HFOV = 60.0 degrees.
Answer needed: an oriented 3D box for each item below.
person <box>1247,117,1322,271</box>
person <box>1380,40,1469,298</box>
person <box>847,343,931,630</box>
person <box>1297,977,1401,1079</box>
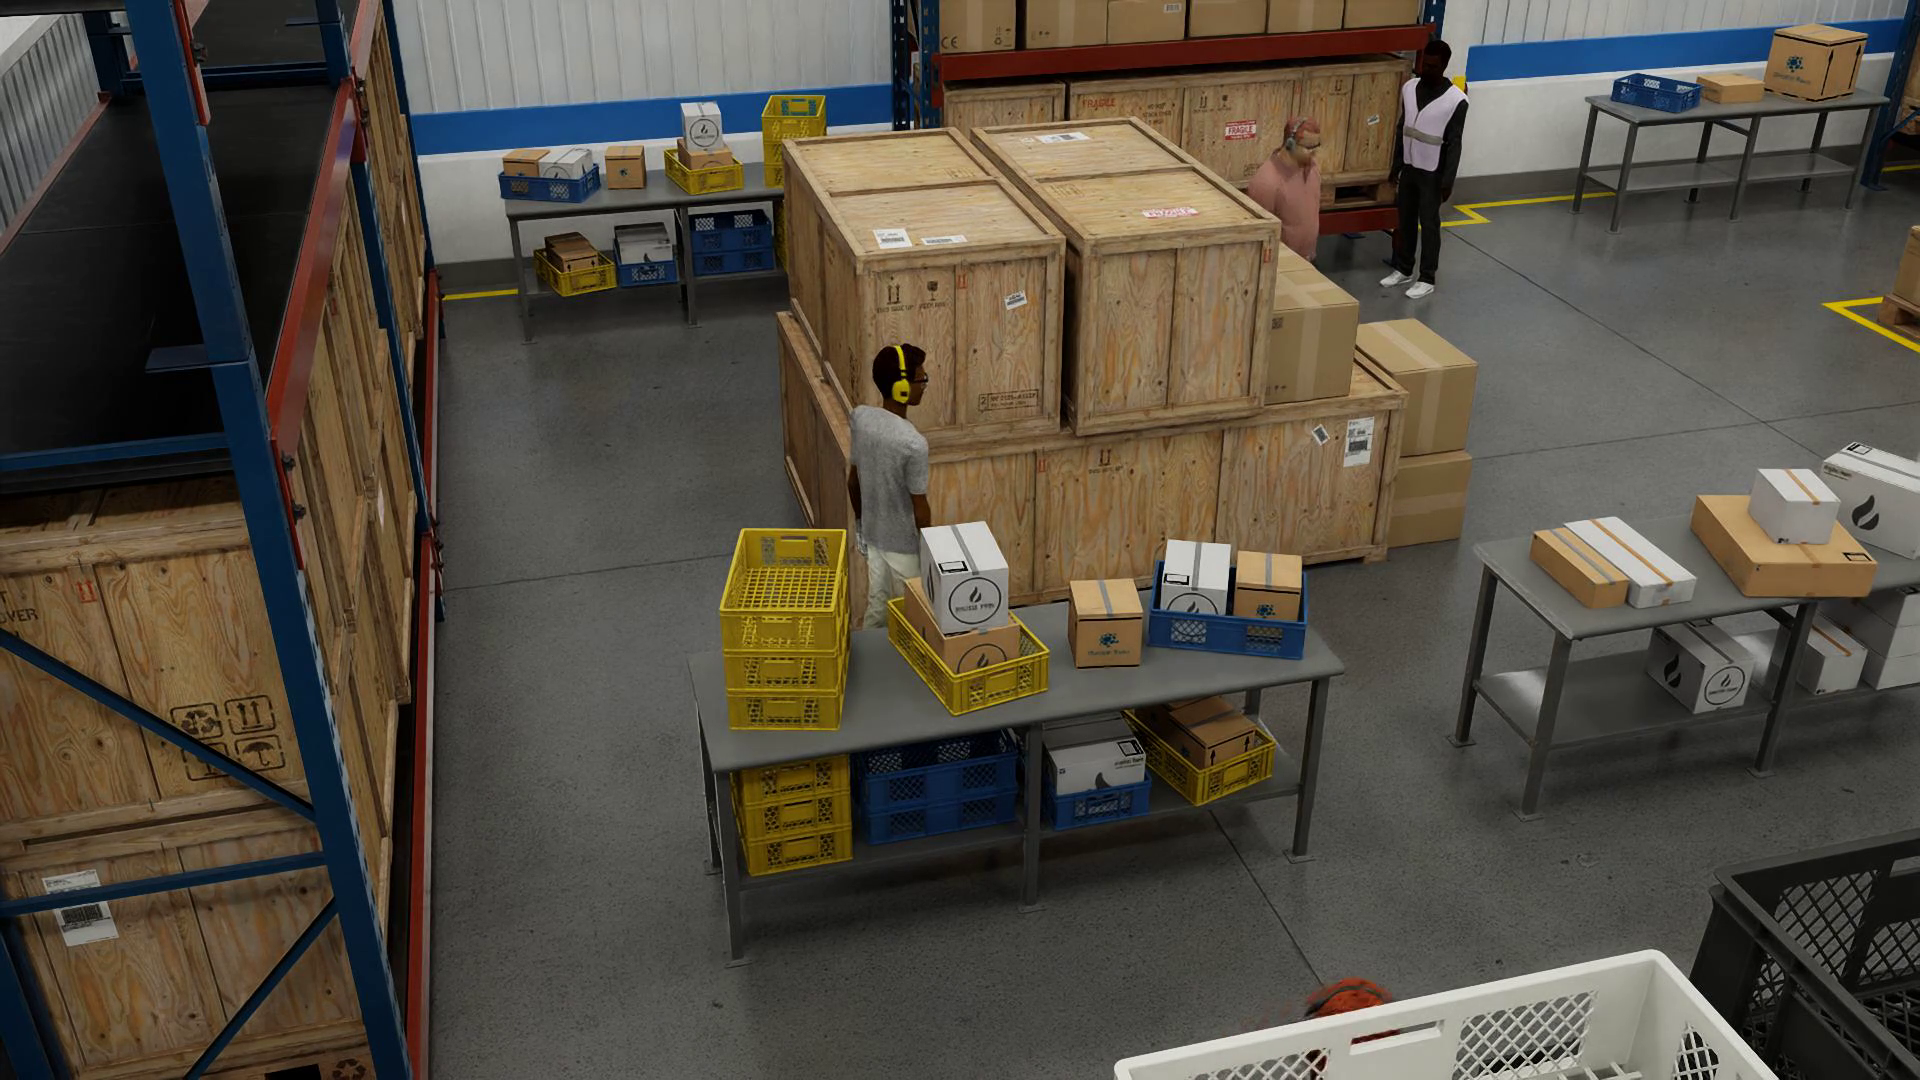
[{"bbox_3d":[2.034,-1.788,10.673,0.480,1.890,0.712,25,37,37],"label":"person"},{"bbox_3d":[3.485,-2.775,12.442,0.380,1.913,0.590,-16,33,-27],"label":"person"},{"bbox_3d":[-0.283,0.008,7.434,0.319,1.865,0.521,-23,36,-35],"label":"person"},{"bbox_3d":[0.797,1.890,4.033,0.731,1.865,0.359,-14,32,-23],"label":"person"}]
